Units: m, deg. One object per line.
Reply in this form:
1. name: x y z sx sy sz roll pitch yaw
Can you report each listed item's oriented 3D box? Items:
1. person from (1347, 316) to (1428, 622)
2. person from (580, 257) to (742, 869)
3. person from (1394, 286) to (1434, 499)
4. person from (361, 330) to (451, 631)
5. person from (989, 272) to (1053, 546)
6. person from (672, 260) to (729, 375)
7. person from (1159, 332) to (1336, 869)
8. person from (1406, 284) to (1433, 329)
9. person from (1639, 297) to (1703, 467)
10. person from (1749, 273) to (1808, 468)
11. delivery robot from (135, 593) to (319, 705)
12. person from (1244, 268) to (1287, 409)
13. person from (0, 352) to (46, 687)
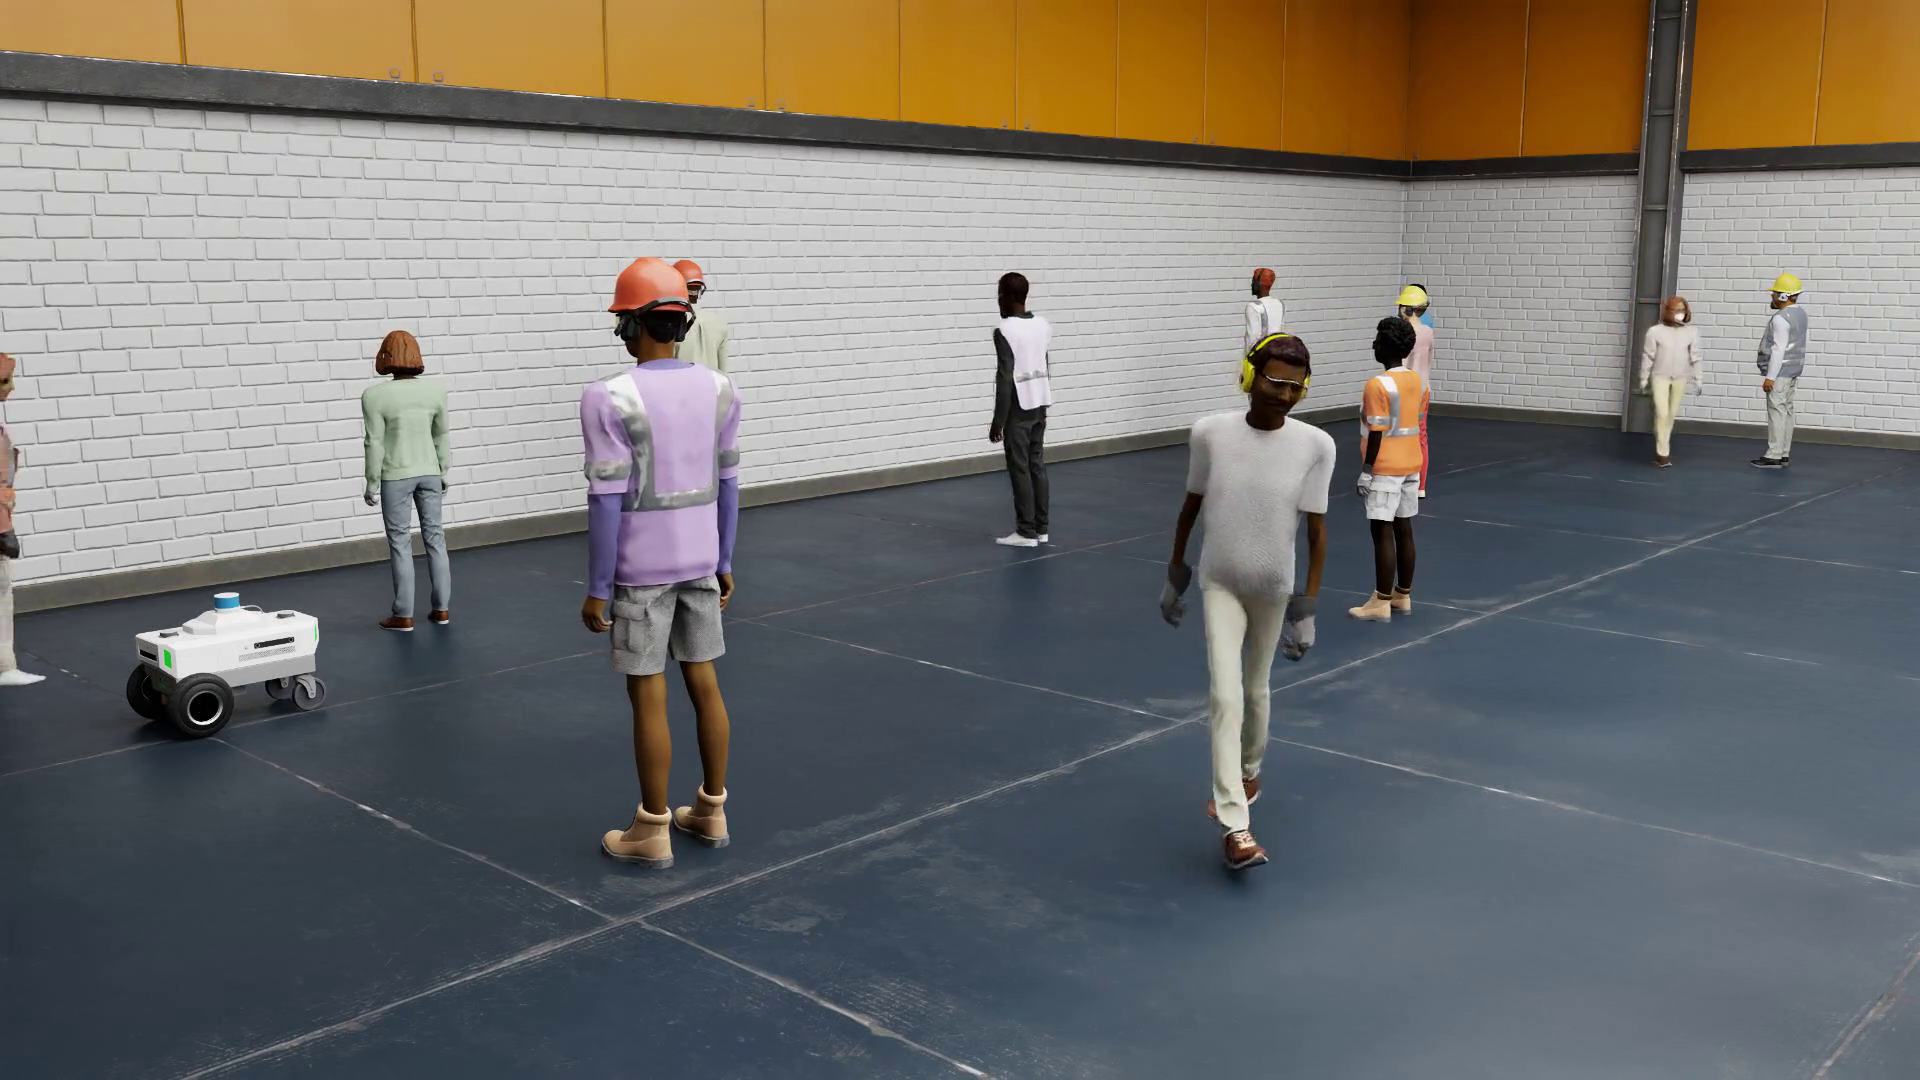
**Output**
1. person: 2.396 -0.392 9.285 0.318 1.700 0.536 9 13 42
2. person: -1.015 0.082 5.610 0.378 2.044 0.608 9 13 42
3. person: 3.677 -1.189 13.622 0.308 1.772 0.526 9 13 42
4. person: -3.009 -0.321 9.068 0.279 1.633 0.500 9 13 42
5. person: 0.437 -0.904 11.642 0.406 1.908 0.619 7 12 33
6. person: -1.840 -0.901 11.343 0.382 1.995 0.612 9 13 42
7. person: 0.968 0.187 5.720 0.584 1.797 0.969 2 10 10
8. person: 4.859 -1.893 17.839 0.318 1.697 0.536 9 13 42
9. person: 6.743 -1.476 15.689 0.528 1.601 0.740 0 10 1
10. person: 7.758 -1.596 15.748 0.403 1.837 0.591 9 13 42
11. delivery robot: -3.215 0.476 7.334 0.477 0.478 0.707 9 14 42
12. person: 2.925 -1.691 16.156 0.355 1.884 0.575 9 13 42
13. person: -4.578 -0.070 7.698 0.488 1.619 0.544 -8 13 -39
